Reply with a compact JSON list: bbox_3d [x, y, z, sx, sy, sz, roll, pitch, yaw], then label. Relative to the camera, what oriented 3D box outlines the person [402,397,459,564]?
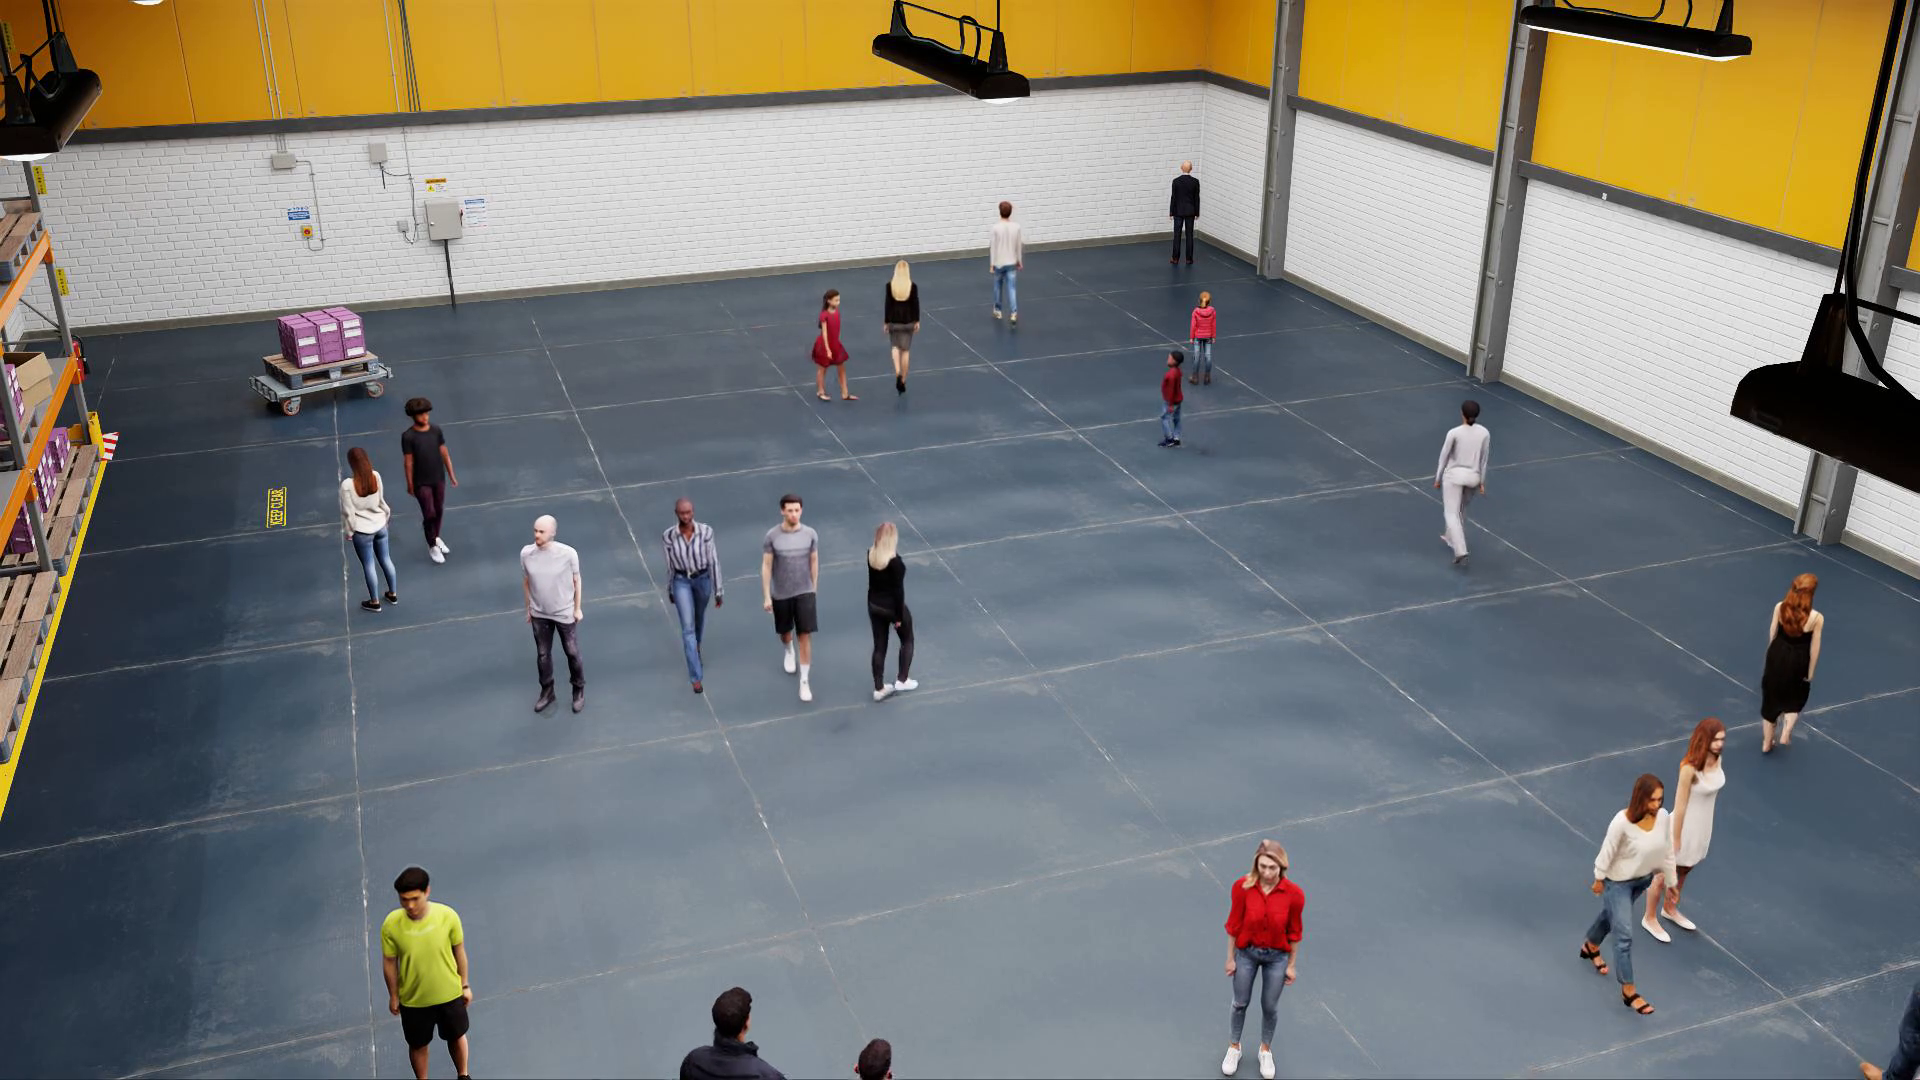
[{"bbox_3d":[-5.665,-0.687,17.602,0.871,1.764,0.799,18,29,35],"label":"person"}]

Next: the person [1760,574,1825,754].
[{"bbox_3d":[6.841,1.057,13.802,0.709,1.612,0.767,17,29,34],"label":"person"}]

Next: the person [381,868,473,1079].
[{"bbox_3d":[-3.181,2.678,9.975,0.632,1.708,0.515,-7,25,-16],"label":"person"}]

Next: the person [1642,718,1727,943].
[{"bbox_3d":[5.065,1.984,11.562,0.595,1.708,0.573,-13,27,-28],"label":"person"}]

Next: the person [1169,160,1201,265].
[{"bbox_3d":[3.928,-5.738,29.112,0.769,1.800,0.726,1,24,2],"label":"person"}]

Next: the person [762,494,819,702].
[{"bbox_3d":[-1.525,0.438,14.942,0.855,1.833,1.259,-3,24,-6],"label":"person"}]

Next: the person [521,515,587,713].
[{"bbox_3d":[-3.537,0.623,14.522,0.739,1.831,0.728,2,24,4],"label":"person"}]

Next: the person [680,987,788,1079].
[{"bbox_3d":[-1.175,3.227,8.512,1.251,1.874,1.306,11,26,24],"label":"person"}]

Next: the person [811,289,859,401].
[{"bbox_3d":[-1.811,-2.607,22.297,0.982,1.522,0.809,21,31,39],"label":"person"}]

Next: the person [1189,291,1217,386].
[{"bbox_3d":[3.362,-2.803,23.000,0.562,1.317,0.576,-2,24,-4],"label":"person"}]

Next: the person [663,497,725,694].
[{"bbox_3d":[-2.431,0.426,15.089,0.654,1.737,1.178,-7,25,-16],"label":"person"}]

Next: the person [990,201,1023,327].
[{"bbox_3d":[0.720,-4.198,25.505,0.835,1.868,1.262,-3,24,-8],"label":"person"}]

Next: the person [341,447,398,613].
[{"bbox_3d":[-5.819,-0.117,16.384,0.712,1.695,0.702,19,30,36],"label":"person"}]

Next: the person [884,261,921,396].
[{"bbox_3d":[-0.788,-2.830,22.423,0.735,1.829,0.761,-1,24,-2],"label":"person"}]

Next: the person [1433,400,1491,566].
[{"bbox_3d":[5.291,-0.597,17.454,0.842,1.717,1.164,-2,24,-5],"label":"person"}]

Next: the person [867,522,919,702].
[{"bbox_3d":[-0.706,0.659,14.638,0.760,1.672,0.826,16,28,32],"label":"person"}]

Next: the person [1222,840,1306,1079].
[{"bbox_3d":[1.858,2.566,10.237,0.691,1.703,0.693,4,24,10],"label":"person"}]

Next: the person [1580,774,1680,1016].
[{"bbox_3d":[4.388,2.222,11.086,0.648,1.652,0.969,-10,26,-22],"label":"person"}]

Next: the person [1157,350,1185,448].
[{"bbox_3d":[2.704,-1.738,20.650,0.654,1.248,0.592,10,26,22],"label":"person"}]
